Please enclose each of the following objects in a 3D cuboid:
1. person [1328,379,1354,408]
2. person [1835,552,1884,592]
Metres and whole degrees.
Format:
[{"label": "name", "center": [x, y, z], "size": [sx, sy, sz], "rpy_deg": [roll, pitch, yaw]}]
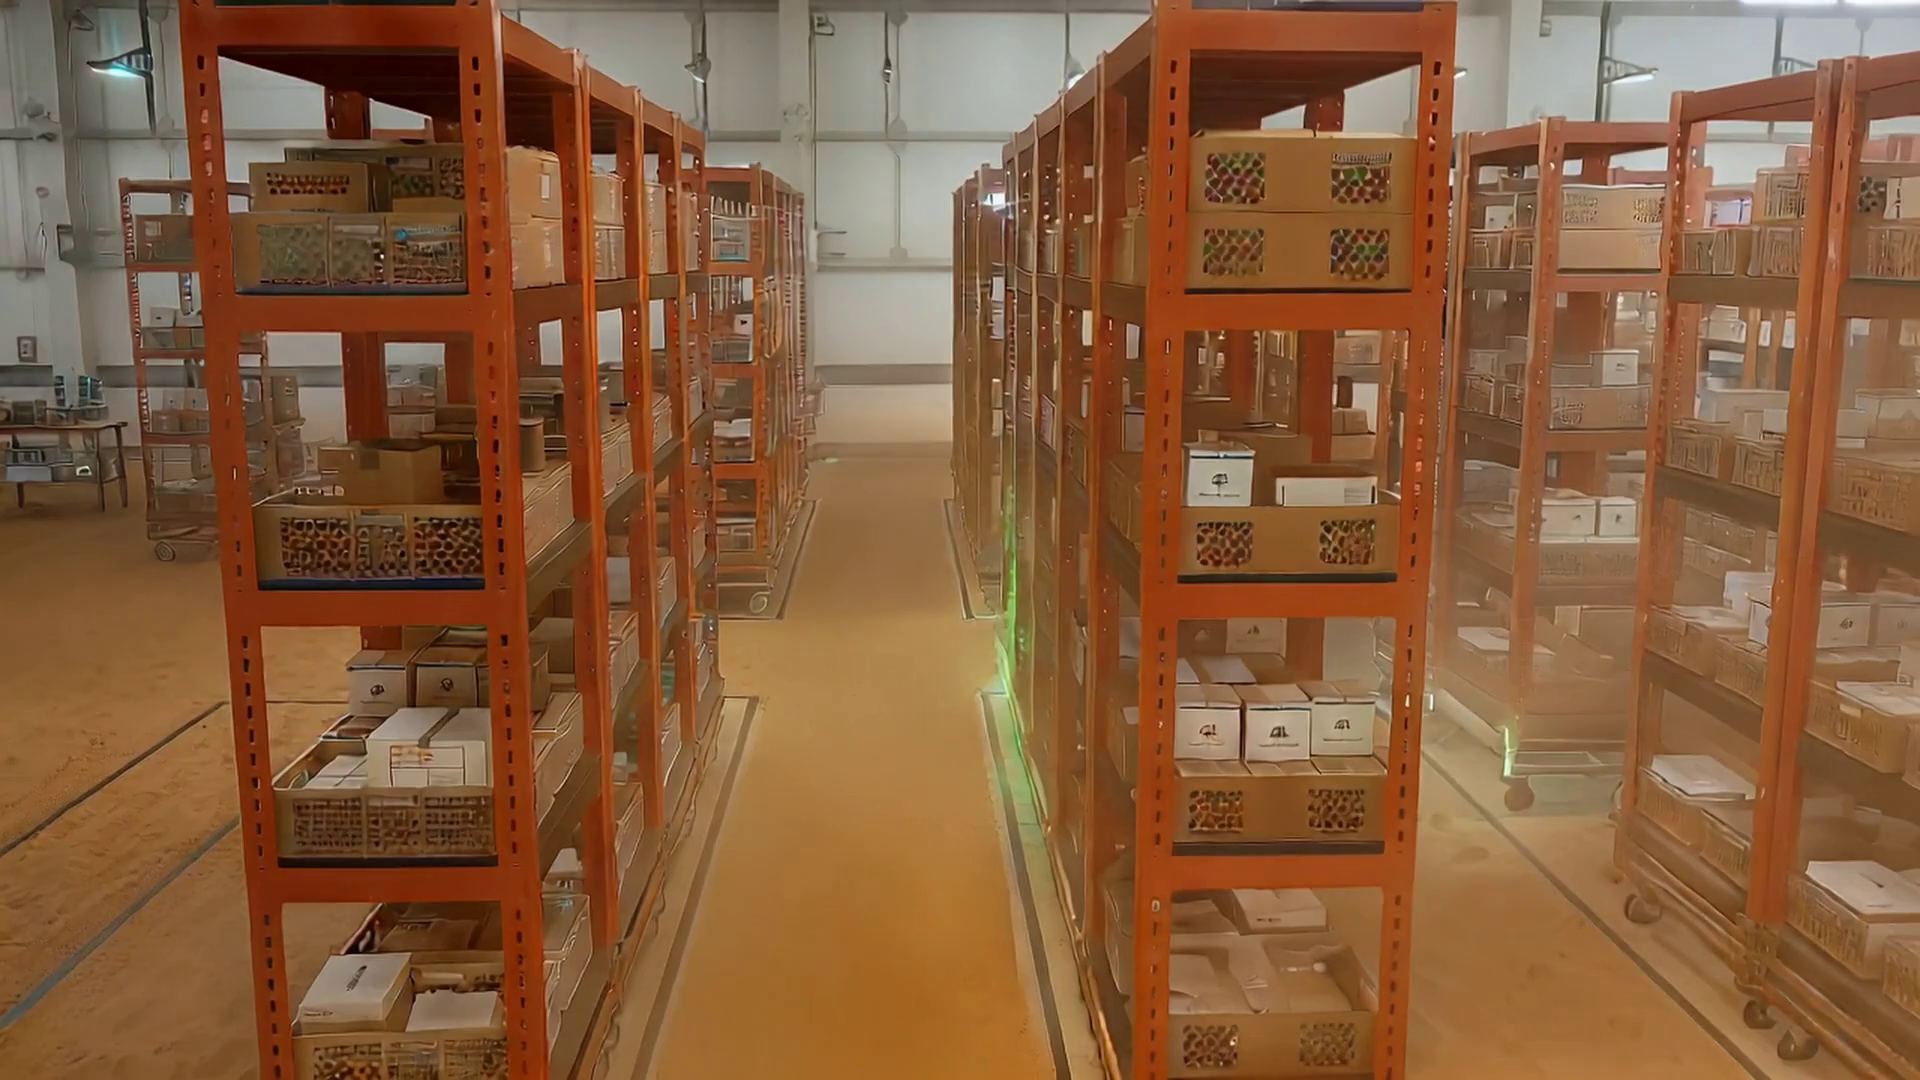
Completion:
[{"label": "person", "center": [3.921, -1.064, 17.819], "size": [0.563, 1.837, 0.388], "rpy_deg": [0, 10, -2]}, {"label": "person", "center": [6.697, -0.084, 12.251], "size": [0.590, 1.833, 0.404], "rpy_deg": [-4, 11, -24]}]
